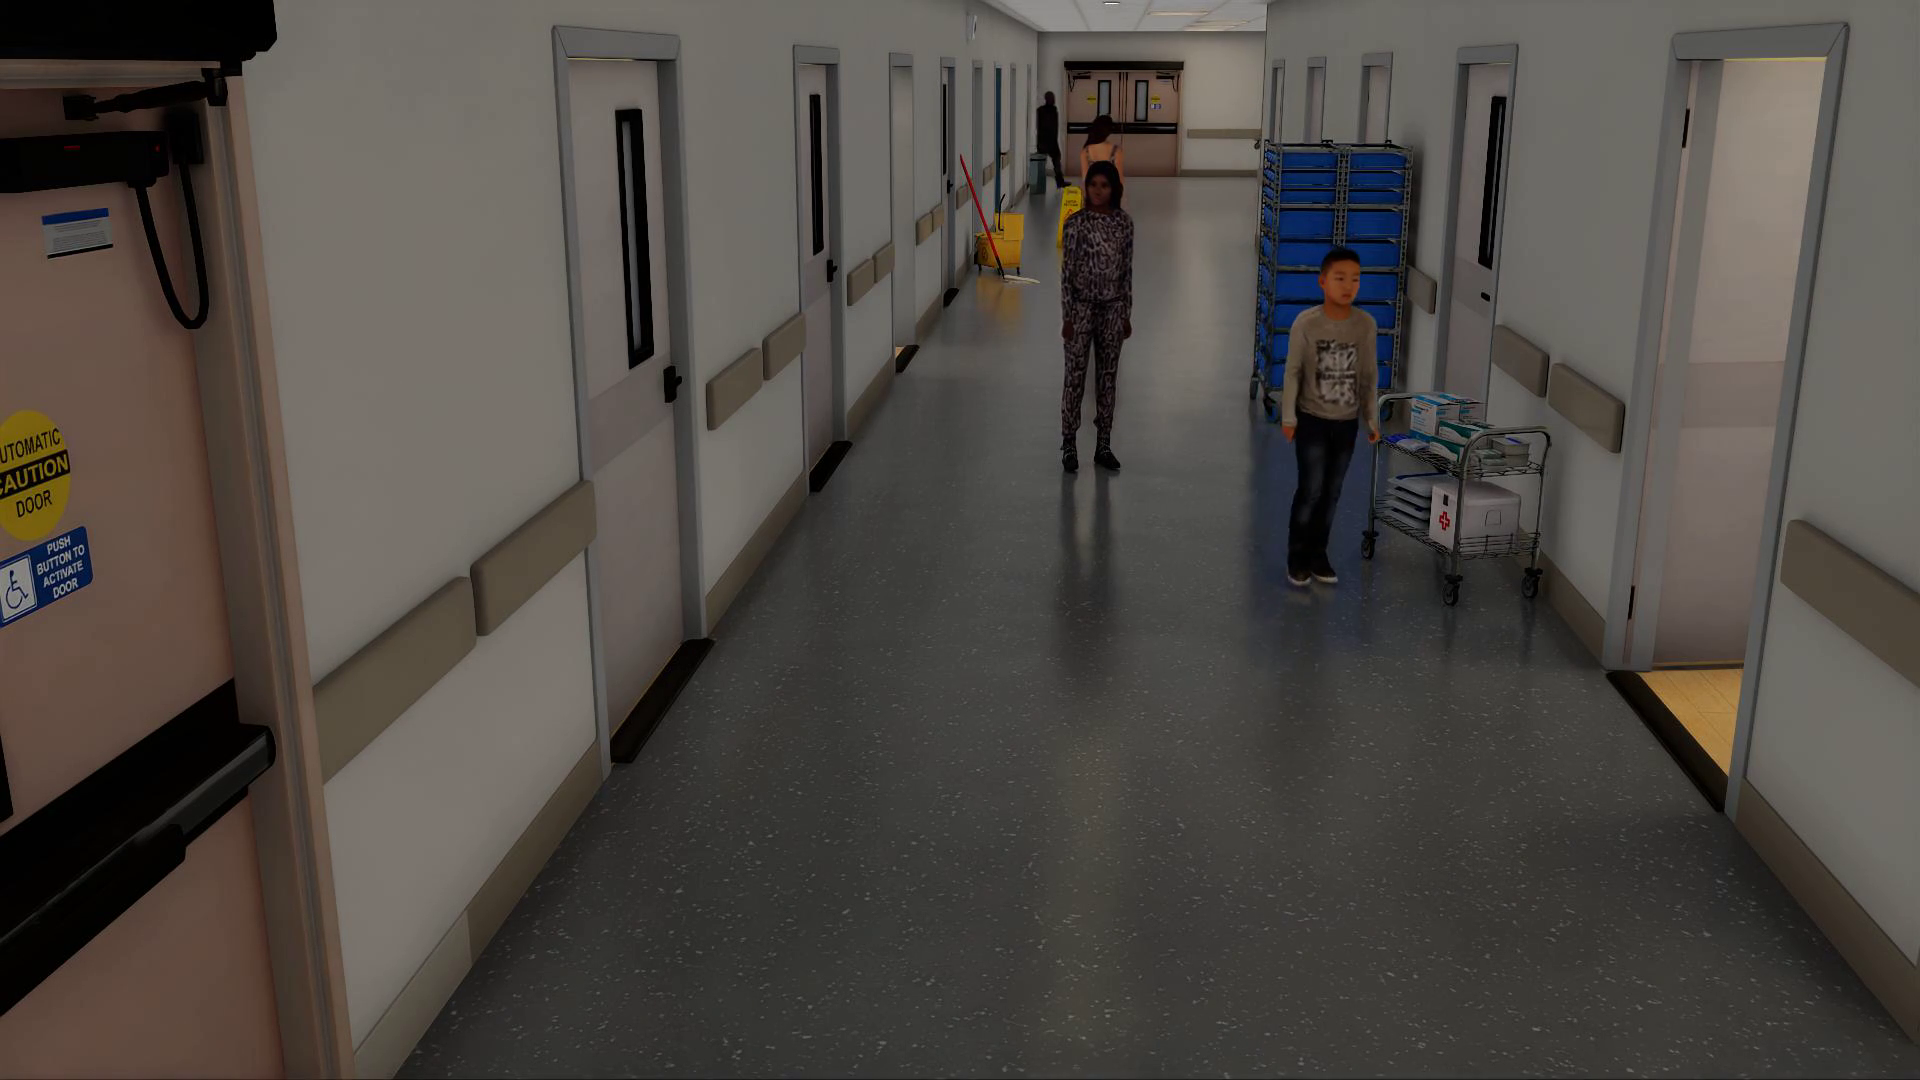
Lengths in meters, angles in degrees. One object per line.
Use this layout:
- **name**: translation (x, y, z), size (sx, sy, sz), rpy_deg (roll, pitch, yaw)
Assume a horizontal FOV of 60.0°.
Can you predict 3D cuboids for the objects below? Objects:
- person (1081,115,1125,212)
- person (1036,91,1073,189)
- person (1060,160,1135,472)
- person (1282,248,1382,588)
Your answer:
- **person**: translation (1.431, -3.373, 16.741), size (0.674, 1.767, 0.654), rpy_deg (7, 17, 24)
- **person**: translation (1.570, -7.564, 31.548), size (1.100, 1.800, 1.146), rpy_deg (-13, 21, -39)
- **person**: translation (0.758, -1.250, 9.305), size (0.622, 1.716, 0.608), rpy_deg (-3, 16, -10)
- **person**: translation (1.584, -0.540, 7.271), size (0.602, 1.452, 0.606), rpy_deg (-3, 16, -11)
